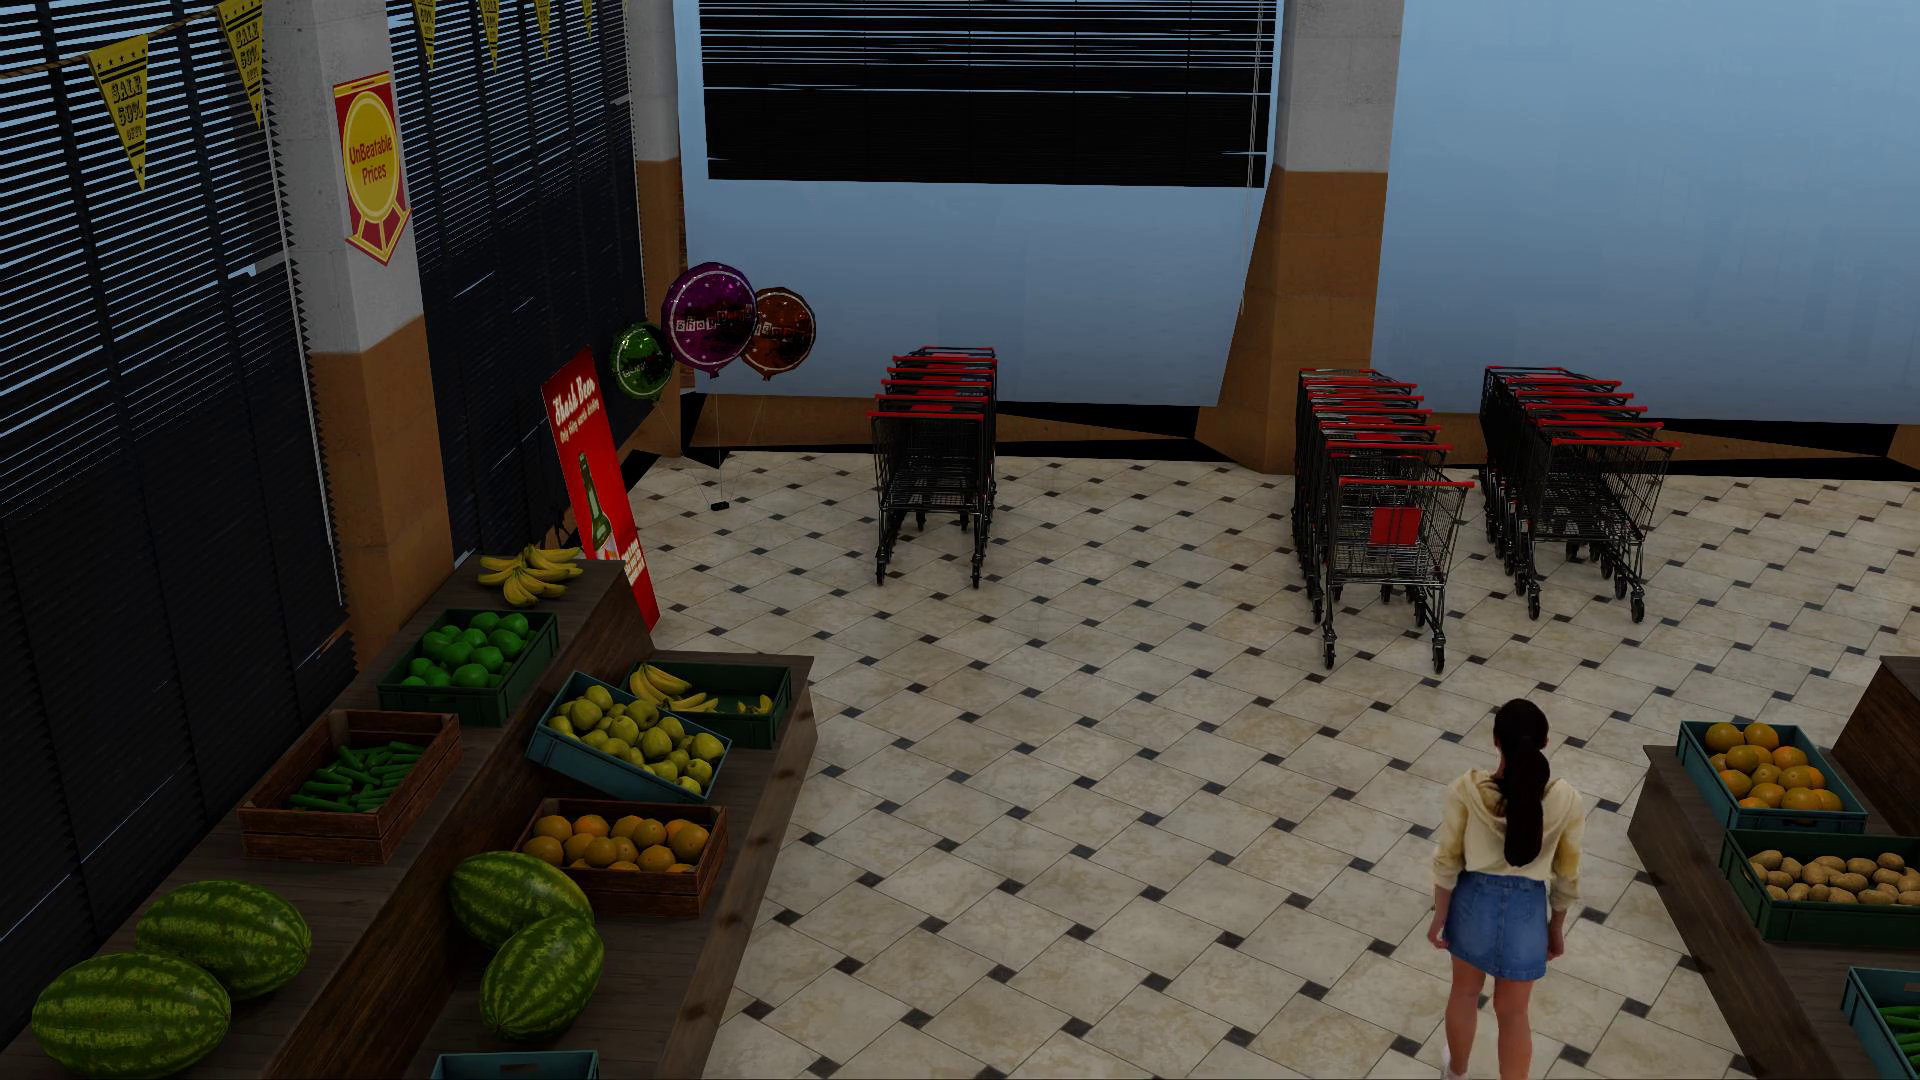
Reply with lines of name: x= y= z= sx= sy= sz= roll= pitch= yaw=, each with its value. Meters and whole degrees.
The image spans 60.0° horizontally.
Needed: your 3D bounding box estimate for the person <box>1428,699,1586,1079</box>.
person: x=1.833 y=1.332 z=5.645 sx=0.696 sy=1.613 sz=0.979 roll=4 pitch=22 yaw=9
